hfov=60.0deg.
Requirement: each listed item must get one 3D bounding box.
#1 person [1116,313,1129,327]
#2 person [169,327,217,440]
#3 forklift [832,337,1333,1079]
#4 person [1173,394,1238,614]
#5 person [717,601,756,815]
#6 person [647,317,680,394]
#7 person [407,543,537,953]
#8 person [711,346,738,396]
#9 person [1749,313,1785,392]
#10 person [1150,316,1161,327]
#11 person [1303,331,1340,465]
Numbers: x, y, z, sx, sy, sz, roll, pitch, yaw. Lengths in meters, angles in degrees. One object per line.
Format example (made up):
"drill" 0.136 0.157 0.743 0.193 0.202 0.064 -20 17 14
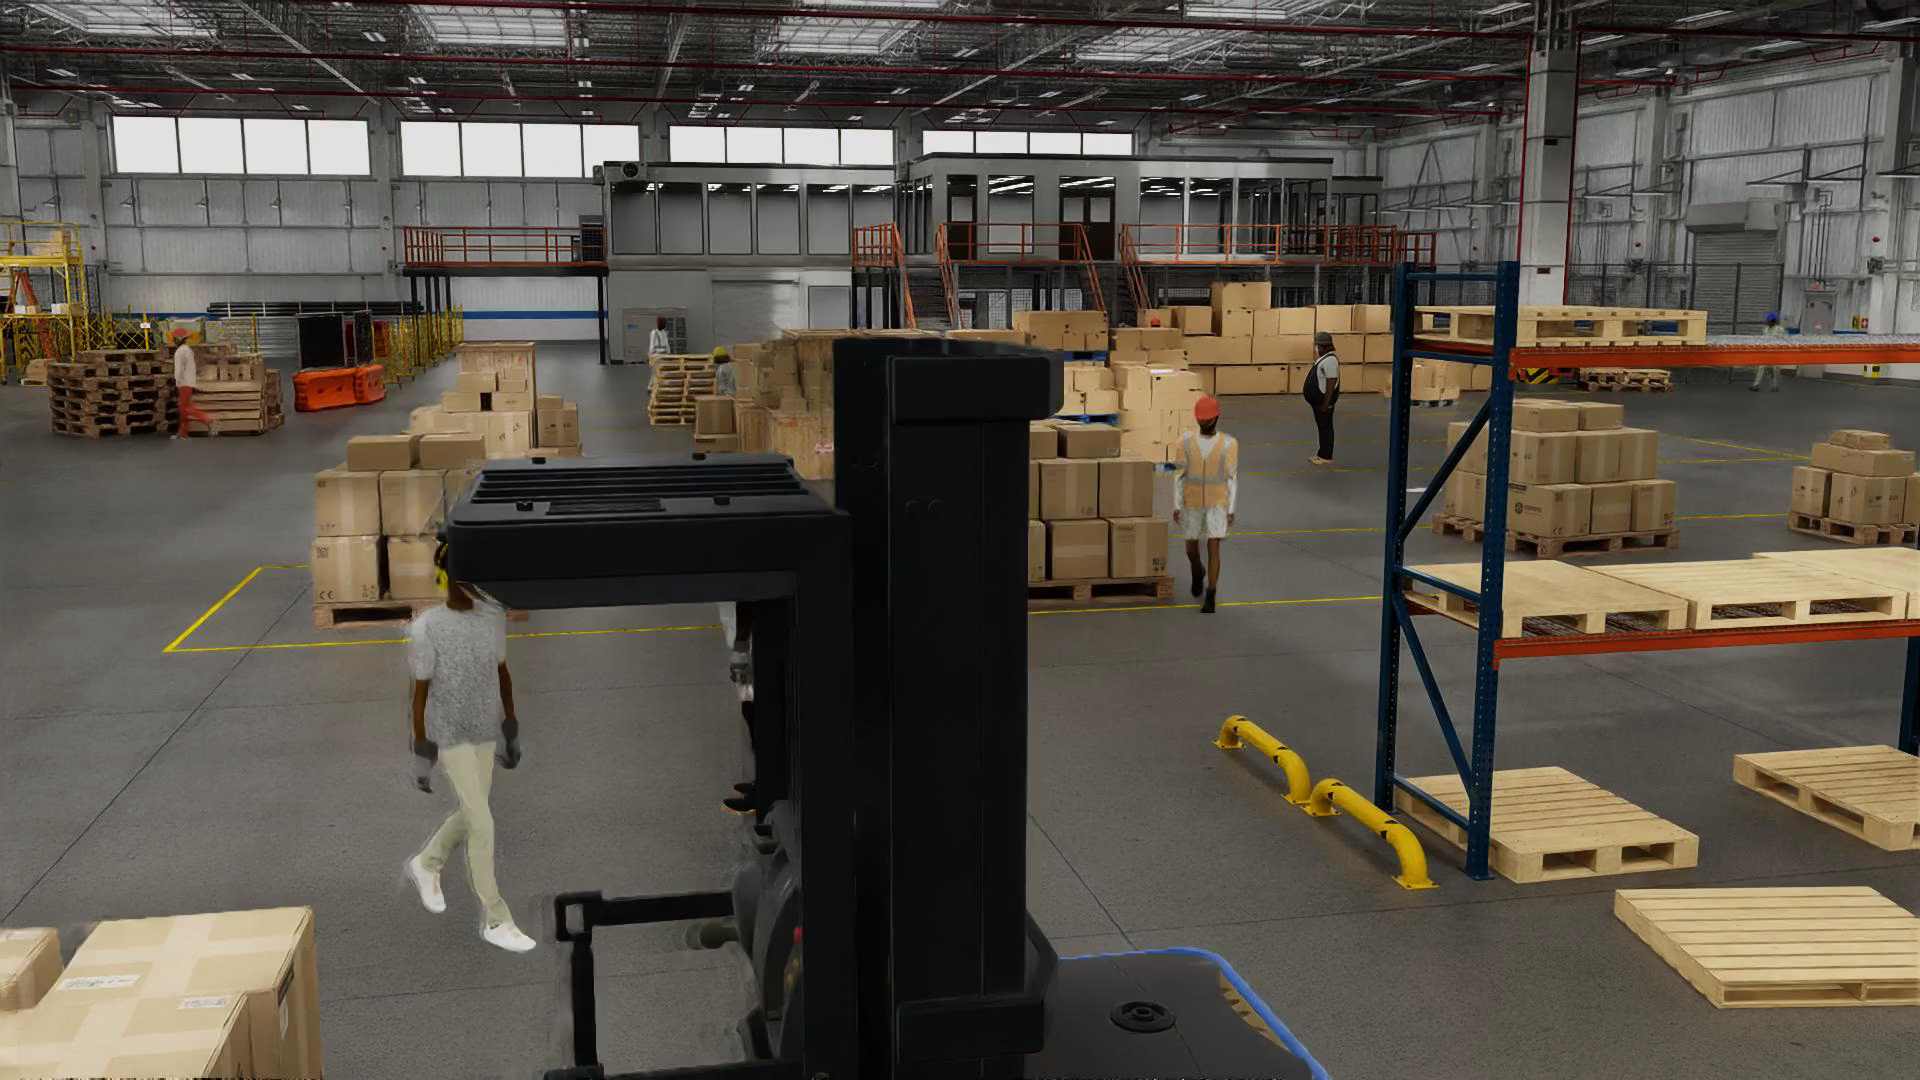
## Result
"person" 4.197 -4.899 42.631 0.345 1.846 0.507 -9 13 -44
"person" -13.394 -2.710 28.918 0.765 1.968 0.615 -2 9 -9
"forklift" -0.064 0.918 4.027 1.873 2.768 1.129 -2 10 -12
"person" 2.169 -0.342 14.644 0.557 1.914 0.670 2 10 15
"person" -1.152 0.535 9.191 0.383 1.958 0.598 0 9 0
"person" -6.996 -4.311 39.092 0.993 1.823 0.602 3 10 20
"person" -2.245 0.874 7.472 0.875 1.844 0.524 6 11 34
"person" -3.816 -2.297 27.149 0.447 1.719 0.499 2 10 12
"person" 19.421 -4.483 39.940 0.966 1.900 0.606 -6 11 -34
"person" 4.240 -3.880 36.130 0.545 1.942 0.351 6 11 32
"person" 5.492 -2.156 25.318 0.535 2.000 0.685 1 9 5
